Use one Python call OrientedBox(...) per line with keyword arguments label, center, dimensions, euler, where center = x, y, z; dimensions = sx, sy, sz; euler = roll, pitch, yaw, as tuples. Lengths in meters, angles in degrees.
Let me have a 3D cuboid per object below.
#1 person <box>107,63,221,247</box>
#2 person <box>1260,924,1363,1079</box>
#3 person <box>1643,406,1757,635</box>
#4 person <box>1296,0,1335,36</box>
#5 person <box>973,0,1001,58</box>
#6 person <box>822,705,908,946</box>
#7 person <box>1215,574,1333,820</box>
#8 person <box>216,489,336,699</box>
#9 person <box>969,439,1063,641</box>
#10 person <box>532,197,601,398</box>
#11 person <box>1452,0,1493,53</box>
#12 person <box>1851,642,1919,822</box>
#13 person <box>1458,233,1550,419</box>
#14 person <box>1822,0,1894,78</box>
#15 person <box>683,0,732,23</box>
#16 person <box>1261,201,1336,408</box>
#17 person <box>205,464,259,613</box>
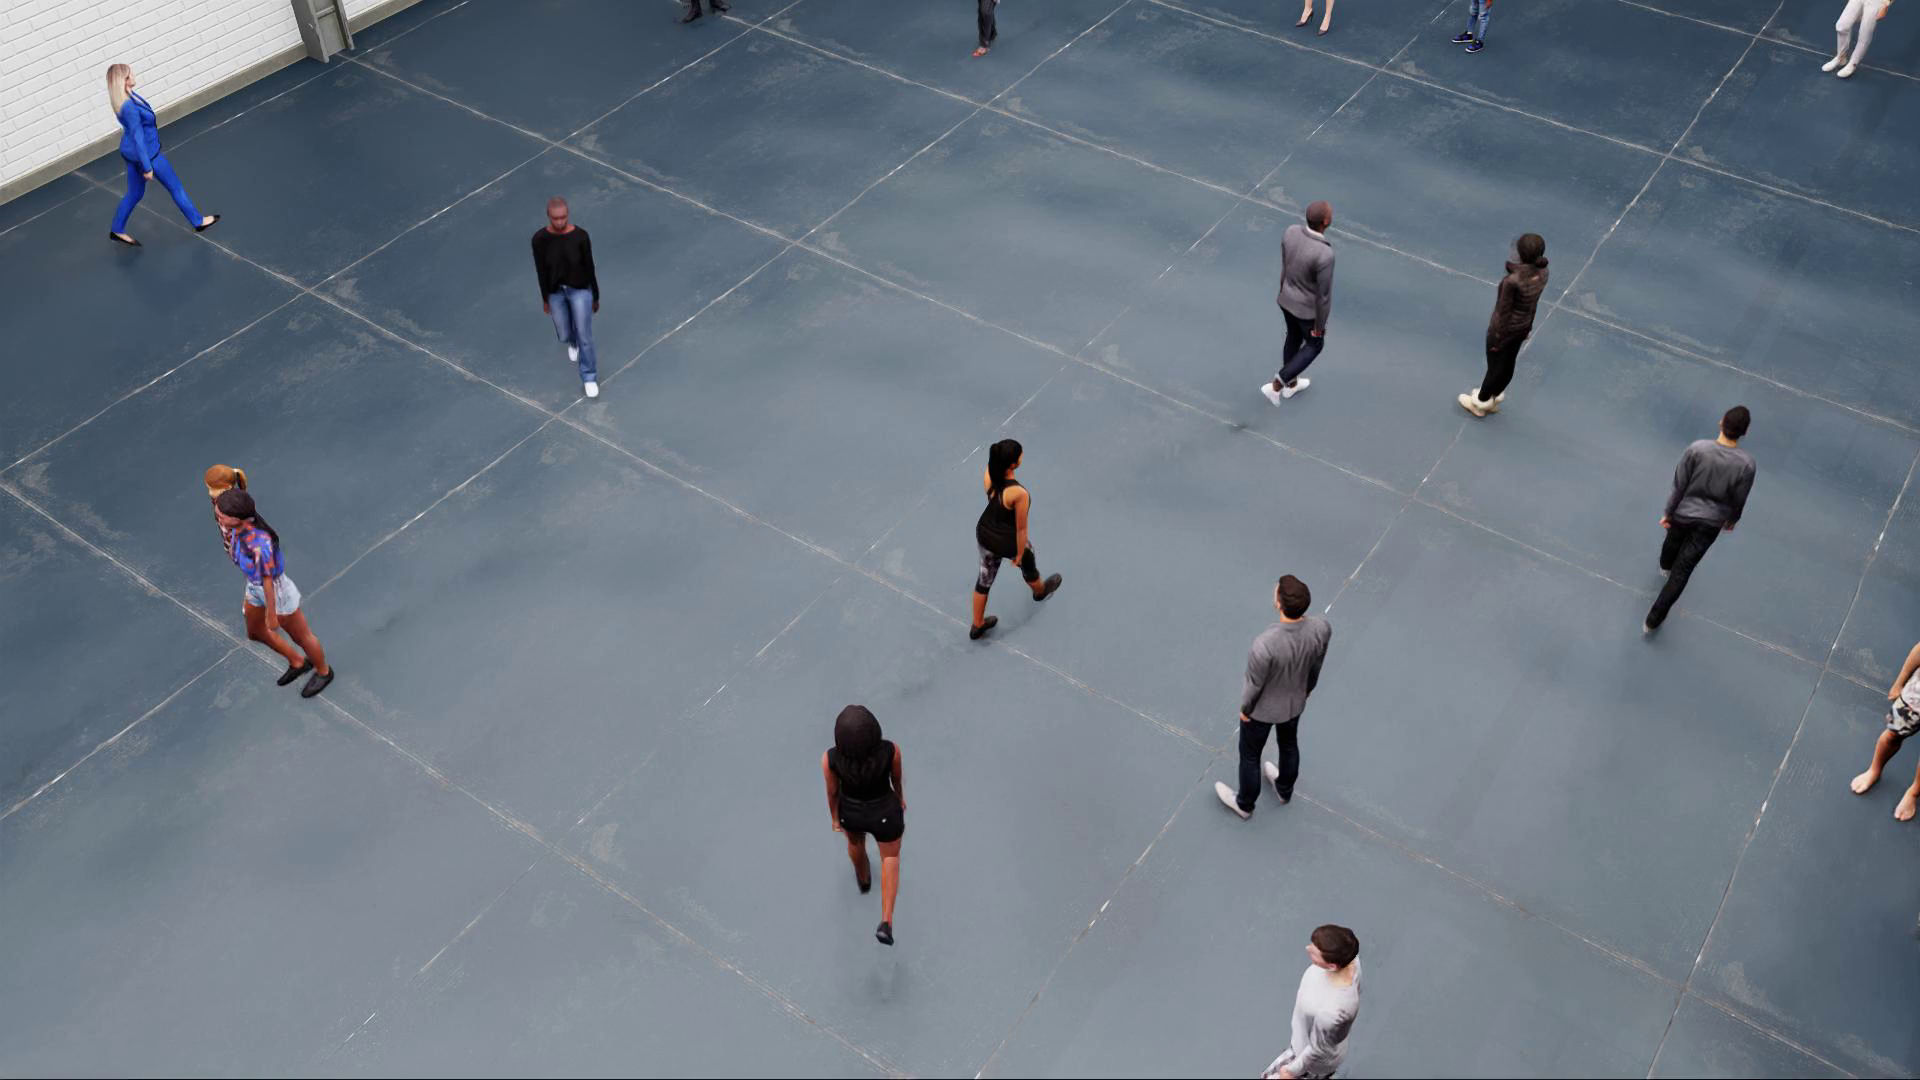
OrientedBox(label="person", center=(-7.175, -3.271, 14.388), dimensions=(1.239, 1.662, 0.904), euler=(-25, 49, -24))
OrientedBox(label="person", center=(1.814, 2.496, 8.205), dimensions=(0.803, 1.841, 0.745), euler=(16, 46, 16))
OrientedBox(label="person", center=(4.865, -0.093, 11.019), dimensions=(0.704, 1.708, 1.160), euler=(22, 48, 21))
OrientedBox(label="person", center=(3.820, -6.175, 17.333), dimensions=(0.553, 1.803, 0.640), euler=(-34, 53, -30))
OrientedBox(label="person", center=(0.325, -5.868, 17.170), dimensions=(0.695, 1.584, 0.811), euler=(32, 52, 29))
OrientedBox(label="person", center=(-0.505, 1.591, 9.241), dimensions=(0.976, 1.721, 1.083), euler=(-3, 44, -3))
OrientedBox(label="person", center=(1.866, 0.938, 9.821), dimensions=(0.703, 1.867, 0.825), euler=(-17, 46, -17))
OrientedBox(label="person", center=(-4.288, 0.297, 10.588), dimensions=(0.635, 1.736, 0.644), euler=(31, 52, 29))
OrientedBox(label="person", center=(0.221, 0.019, 10.957), dimensions=(0.678, 1.631, 1.043), euler=(33, 53, 30))
OrientedBox(label="person", center=(-3.043, -1.952, 12.951), dimensions=(0.899, 1.733, 0.959), euler=(-7, 44, -7))
OrientedBox(label="person", center=(5.431, -5.710, 17.242), dimensions=(0.622, 1.256, 0.585), euler=(-15, 46, -15))
OrientedBox(label="person", center=(5.847, 0.922, 9.880), dimensions=(0.709, 1.809, 0.626), euler=(33, 53, 30))
OrientedBox(label="person", center=(4.178, -1.606, 12.641), dimensions=(0.737, 1.661, 0.676), euler=(13, 45, 13))
OrientedBox(label="person", center=(9.207, -5.468, 16.680), dimensions=(0.726, 1.681, 0.724), euler=(-23, 48, -22))
OrientedBox(label="person", center=(-2.840, -6.365, 17.544), dimensions=(0.796, 1.787, 0.875), euler=(1, 44, 1))
OrientedBox(label="person", center=(2.561, -1.769, 12.708), dimensions=(0.973, 1.804, 0.884), euler=(-25, 49, -24))
OrientedBox(label="person", center=(-4.807, 0.005, 11.207), dimensions=(0.554, 1.305, 0.535), euler=(19, 47, 19))
